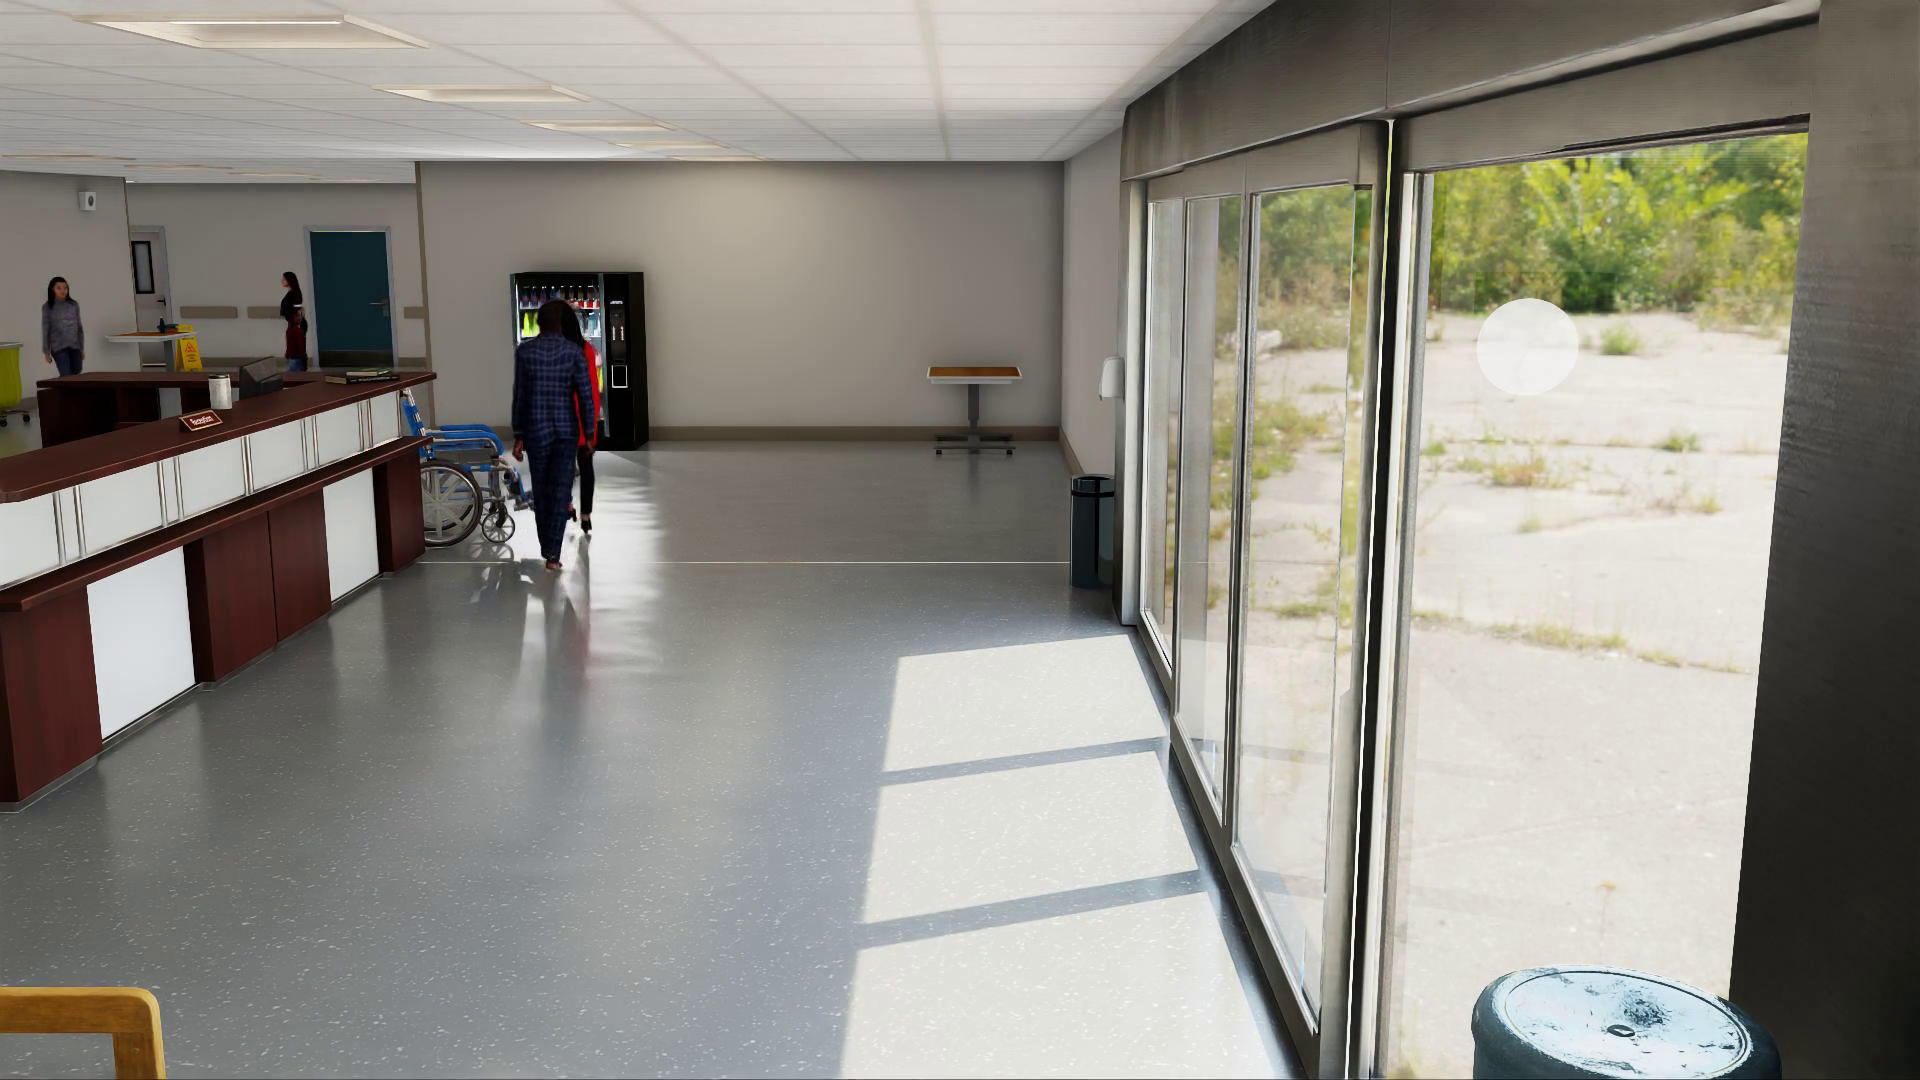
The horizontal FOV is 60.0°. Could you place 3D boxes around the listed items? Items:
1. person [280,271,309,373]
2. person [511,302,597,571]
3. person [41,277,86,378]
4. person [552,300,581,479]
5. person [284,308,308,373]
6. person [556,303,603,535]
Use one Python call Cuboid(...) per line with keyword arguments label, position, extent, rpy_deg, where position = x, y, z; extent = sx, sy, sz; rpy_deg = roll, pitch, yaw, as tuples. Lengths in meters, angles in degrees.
Cuboid(label="person", position=(-10.036, -3.239, 25.152), extent=(0.760, 1.638, 0.716), rpy_deg=(-8, 13, -37))
Cuboid(label="person", position=(-2.780, -0.689, 11.262), extent=(0.852, 1.805, 0.801), rpy_deg=(-1, 11, -4))
Cuboid(label="person", position=(-10.778, -2.287, 19.955), extent=(1.037, 1.704, 0.939), rpy_deg=(9, 14, 39))
Cuboid(label="person", position=(-3.728, -1.403, 15.467), extent=(0.922, 1.641, 0.862), rpy_deg=(11, 15, 44))
Cuboid(label="person", position=(-8.744, -2.386, 21.709), extent=(0.678, 1.244, 0.622), rpy_deg=(-8, 13, -37))
Cuboid(label="person", position=(-2.914, -0.901, 12.582), extent=(0.818, 1.730, 0.870), rpy_deg=(-4, 11, -20))
